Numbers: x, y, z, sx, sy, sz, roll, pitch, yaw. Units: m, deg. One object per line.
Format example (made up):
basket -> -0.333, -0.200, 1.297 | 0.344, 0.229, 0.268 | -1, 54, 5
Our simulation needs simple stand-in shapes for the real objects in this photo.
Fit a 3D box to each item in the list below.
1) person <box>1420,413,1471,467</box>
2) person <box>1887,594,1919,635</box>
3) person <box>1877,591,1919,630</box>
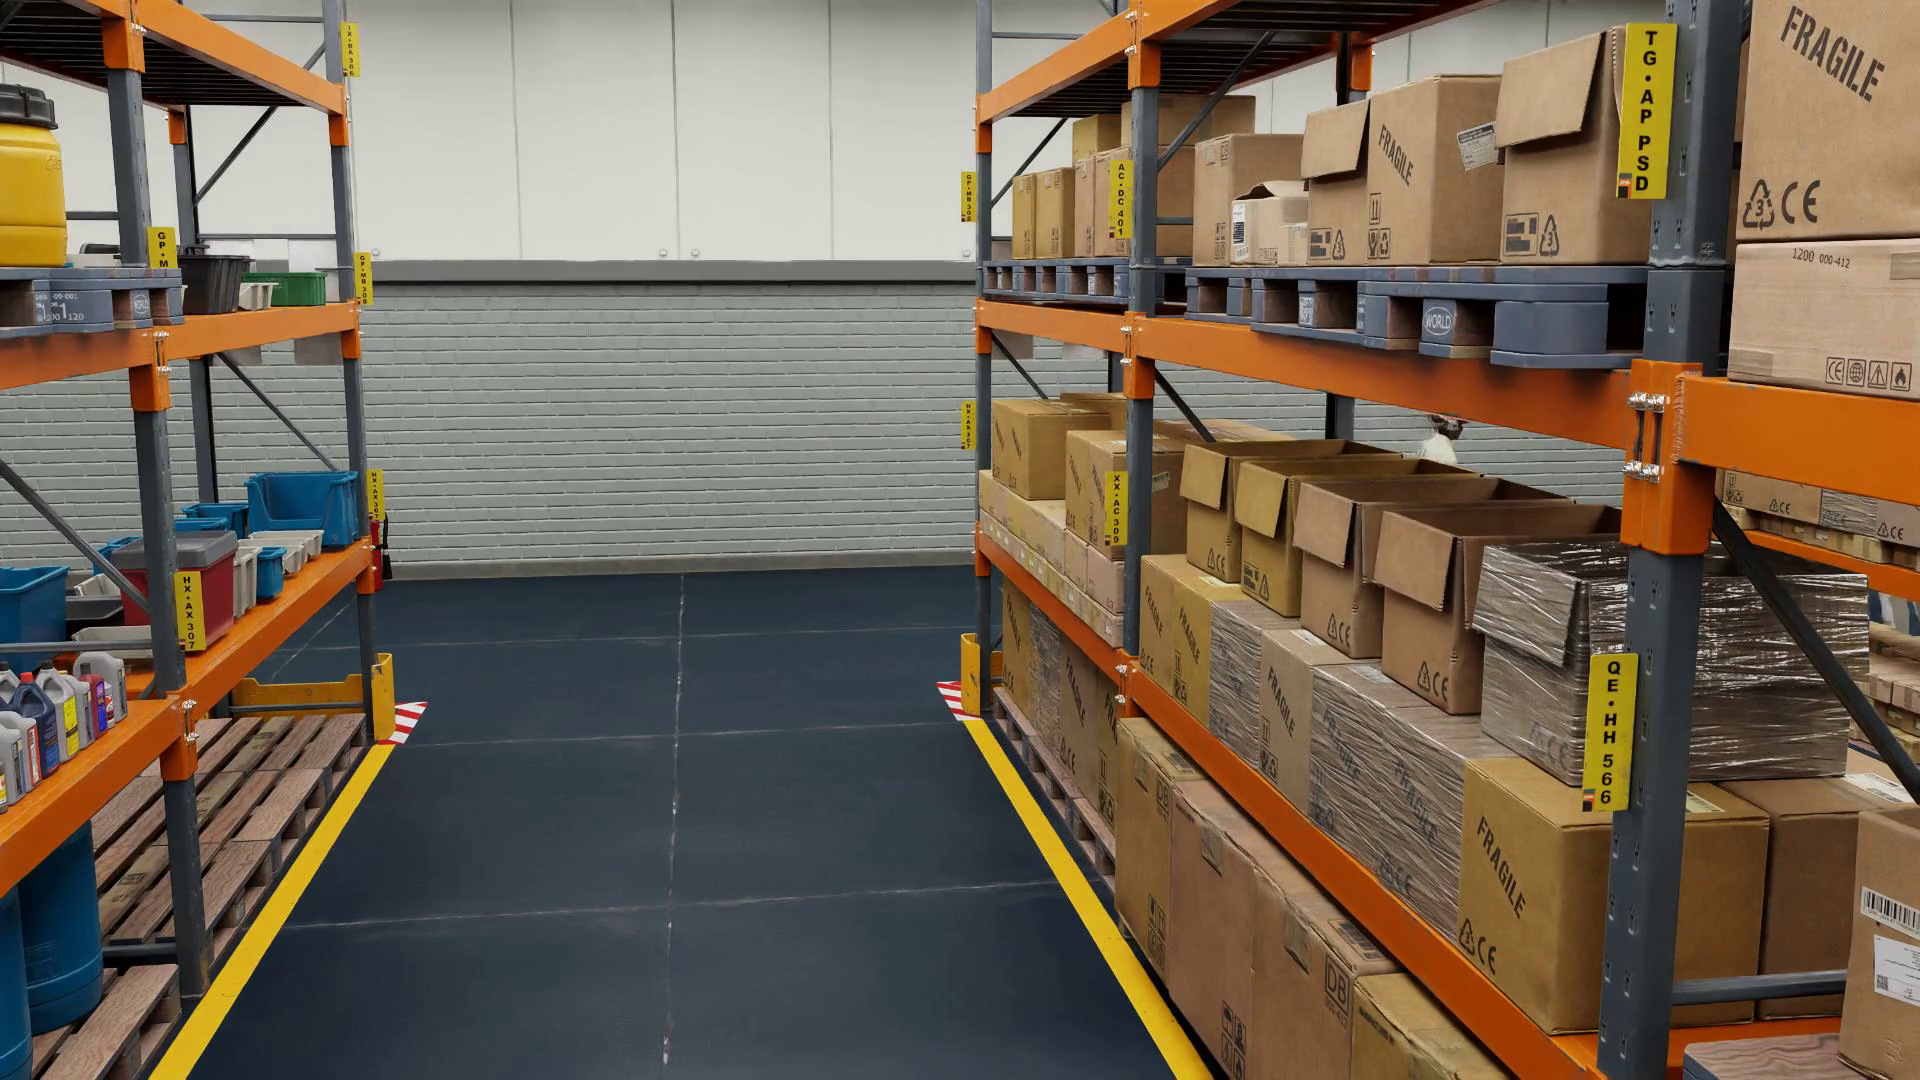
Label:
person -> 3.990, -0.177, 13.800 | 0.458, 1.967, 0.639 | 0, 9, 1
person -> 7.334, 0.061, 12.787 | 0.725, 1.822, 0.573 | 1, 9, 5
person -> 7.707, -0.069, 13.686 | 0.724, 1.804, 0.445 | 1, 9, 6
